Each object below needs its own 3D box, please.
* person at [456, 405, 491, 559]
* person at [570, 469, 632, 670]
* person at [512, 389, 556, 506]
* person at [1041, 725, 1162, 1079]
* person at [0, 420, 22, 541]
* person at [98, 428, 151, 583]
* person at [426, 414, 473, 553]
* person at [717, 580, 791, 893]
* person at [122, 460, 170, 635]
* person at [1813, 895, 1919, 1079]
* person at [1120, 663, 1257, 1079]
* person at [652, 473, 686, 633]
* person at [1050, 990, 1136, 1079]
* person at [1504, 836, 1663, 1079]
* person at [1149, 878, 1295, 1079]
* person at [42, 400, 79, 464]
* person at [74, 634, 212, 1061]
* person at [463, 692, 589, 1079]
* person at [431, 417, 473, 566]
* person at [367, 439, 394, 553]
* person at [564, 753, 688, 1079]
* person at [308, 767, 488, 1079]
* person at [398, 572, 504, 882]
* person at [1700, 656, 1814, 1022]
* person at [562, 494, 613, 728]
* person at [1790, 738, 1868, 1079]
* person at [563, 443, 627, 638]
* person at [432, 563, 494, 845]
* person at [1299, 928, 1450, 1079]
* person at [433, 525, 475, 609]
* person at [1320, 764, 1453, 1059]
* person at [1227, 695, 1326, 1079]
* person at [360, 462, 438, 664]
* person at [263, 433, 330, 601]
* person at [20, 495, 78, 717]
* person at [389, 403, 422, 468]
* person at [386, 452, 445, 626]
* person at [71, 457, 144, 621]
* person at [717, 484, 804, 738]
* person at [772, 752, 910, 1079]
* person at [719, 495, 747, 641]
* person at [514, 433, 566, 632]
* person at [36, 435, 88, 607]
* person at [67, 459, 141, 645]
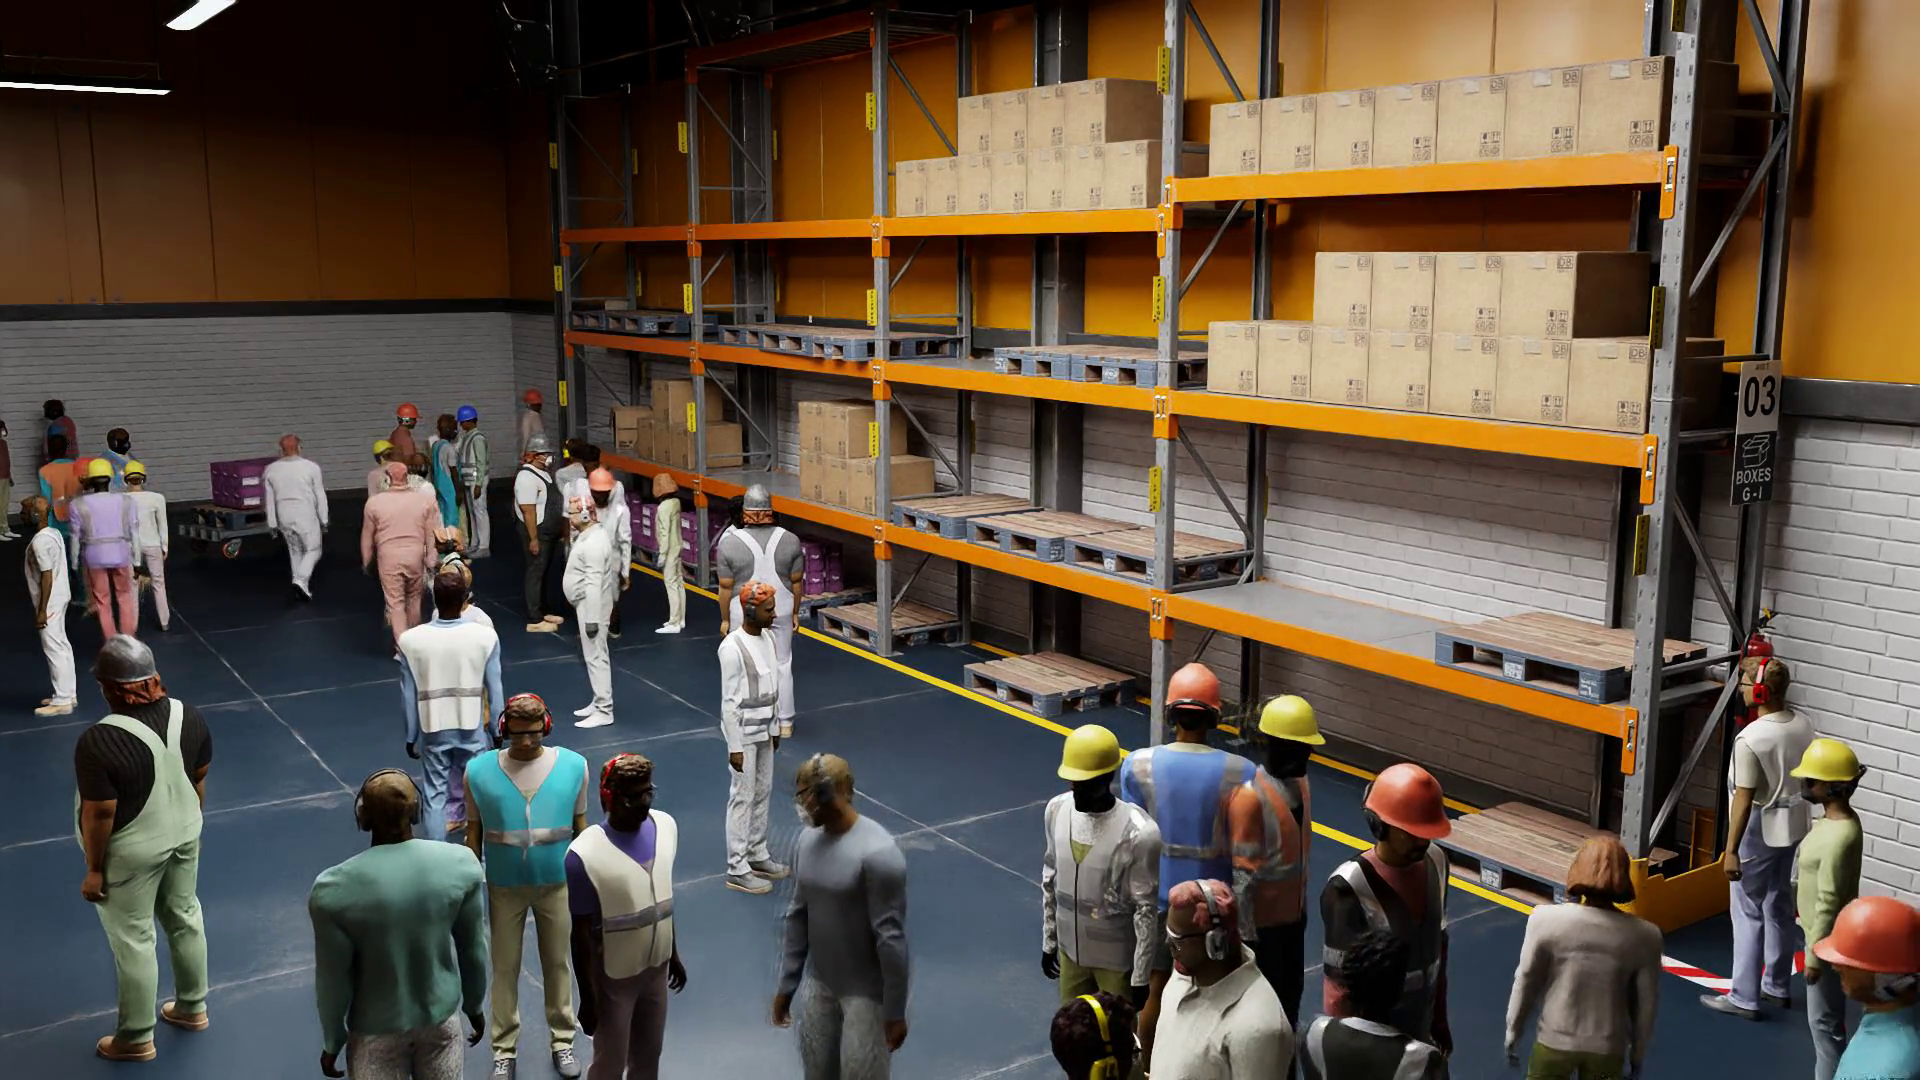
[{"bbox_3d":[-6.158,-0.739,21.055,0.397,1.939,0.602,-6,11,-31],"label":"person"},{"bbox_3d":[-3.282,0.275,15.271,0.543,1.873,0.990,-3,10,-19],"label":"person"},{"bbox_3d":[-6.010,-1.194,23.695,0.776,1.950,0.637,1,10,8],"label":"person"},{"bbox_3d":[0.559,1.688,6.874,0.587,1.920,0.397,9,13,43],"label":"person"},{"bbox_3d":[-12.898,-0.811,22.362,0.286,1.636,0.500,-1,10,-7],"label":"person"},{"bbox_3d":[-9.635,-0.373,19.185,0.429,1.846,0.626,0,10,1],"label":"person"},{"bbox_3d":[-6.597,-0.736,21.395,0.568,1.815,0.752,-7,12,-36],"label":"person"},{"bbox_3d":[-1.249,1.170,10.032,0.357,1.879,0.582,4,10,20],"label":"person"},{"bbox_3d":[-8.286,0.075,16.820,0.523,1.759,0.350,-5,11,-28],"label":"person"},{"bbox_3d":[2.648,1.990,4.914,0.455,1.977,0.628,5,11,28],"label":"person"},{"bbox_3d":[1.005,1.549,7.358,0.611,2.035,0.406,2,10,14],"label":"person"},{"bbox_3d":[-2.951,0.130,16.851,0.283,1.633,0.498,1,10,8],"label":"person"},{"bbox_3d":[0.339,2.113,4.514,0.334,1.873,0.521,-5,11,-29],"label":"person"},{"bbox_3d":[2.357,1.936,6.298,0.543,1.610,0.505,2,10,12],"label":"person"},{"bbox_3d":[0.778,1.980,5.242,0.401,1.894,0.653,-3,10,-15],"label":"person"},{"bbox_3d":[-12.490,-1.033,23.112,0.429,1.833,0.679,-2,10,-14],"label":"person"},{"bbox_3d":[-3.942,1.444,7.944,0.537,2.000,0.682,4,10,22],"label":"person"},{"bbox_3d":[-1.981,1.591,7.669,0.564,1.839,0.390,-3,10,-19],"label":"person"},{"bbox_3d":[-6.289,-0.588,20.465,0.506,1.839,0.343,9,13,43],"label":"person"},{"bbox_3d":[-6.467,-0.276,18.895,0.479,1.747,0.522,9,13,42],"label":"person"},{"bbox_3d":[-1.349,1.746,6.736,0.374,1.843,0.575,6,11,31],"label":"person"},{"bbox_3d":[-2.067,1.793,6.198,0.635,1.936,0.353,-7,12,-34],"label":"person"},{"bbox_3d":[-3.068,1.148,10.089,0.593,1.909,0.410,-3,10,-16],"label":"person"},{"bbox_3d":[4.014,1.490,8.288,0.562,1.836,0.386,-6,12,-33],"label":"person"},{"bbox_3d":[-3.019,0.568,13.518,0.399,1.899,0.648,-2,10,-14],"label":"person"},{"bbox_3d":[3.709,1.716,7.170,0.338,1.762,0.525,5,11,27],"label":"person"},{"bbox_3d":[-3.623,0.013,16.610,0.632,1.953,0.406,-2,10,-9],"label":"person"},{"bbox_3d":[-3.235,1.057,10.787,0.504,1.847,0.345,5,11,26],"label":"person"},{"bbox_3d":[1.325,2.066,5.314,0.539,1.689,0.374,9,13,43],"label":"person"},{"bbox_3d":[-4.125,0.685,13.602,0.313,1.634,0.514,-3,10,-19],"label":"person"},{"bbox_3d":[1.571,1.779,6.029,0.618,2.028,0.409,-7,12,-36],"label":"person"},{"bbox_3d":[1.345,1.606,7.352,0.560,1.912,0.600,8,12,38],"label":"person"},{"bbox_3d":[-5.338,0.194,15.800,0.663,1.867,0.960,-6,11,-30],"label":"person"},{"bbox_3d":[-7.284,-0.234,18.266,0.659,1.881,0.590,1,10,4],"label":"person"},{"bbox_3d":[-7.577,0.541,13.816,0.330,1.844,0.520,-3,10,-16],"label":"person"},{"bbox_3d":[-6.939,-0.728,20.882,0.417,1.982,0.623,-7,12,-34],"label":"person"},{"bbox_3d":[-5.572,-0.022,17.307,0.988,1.775,0.626,-9,13,-41],"label":"person"},{"bbox_3d":[-9.035,-0.035,17.555,0.579,1.725,0.636,4,10,21],"label":"person"},{"bbox_3d":[-1.590,0.564,13.106,0.682,2.000,0.537,-3,10,-19],"label":"person"},{"bbox_3d":[-0.414,1.776,6.490,0.393,1.885,0.726,-9,13,-42],"label":"person"},{"bbox_3d":[-1.975,0.429,14.897,0.318,1.698,0.539,3,10,15],"label":"person"},{"bbox_3d":[-4.255,-0.091,16.950,0.535,2.000,0.681,-1,10,-4],"label":"person"},{"bbox_3d":[-9.798,-0.211,18.156,0.887,1.870,0.587,7,12,34],"label":"person"},{"bbox_3d":[-8.112,0.179,15.756,0.594,1.911,0.616,-8,13,-40],"label":"person"}]
